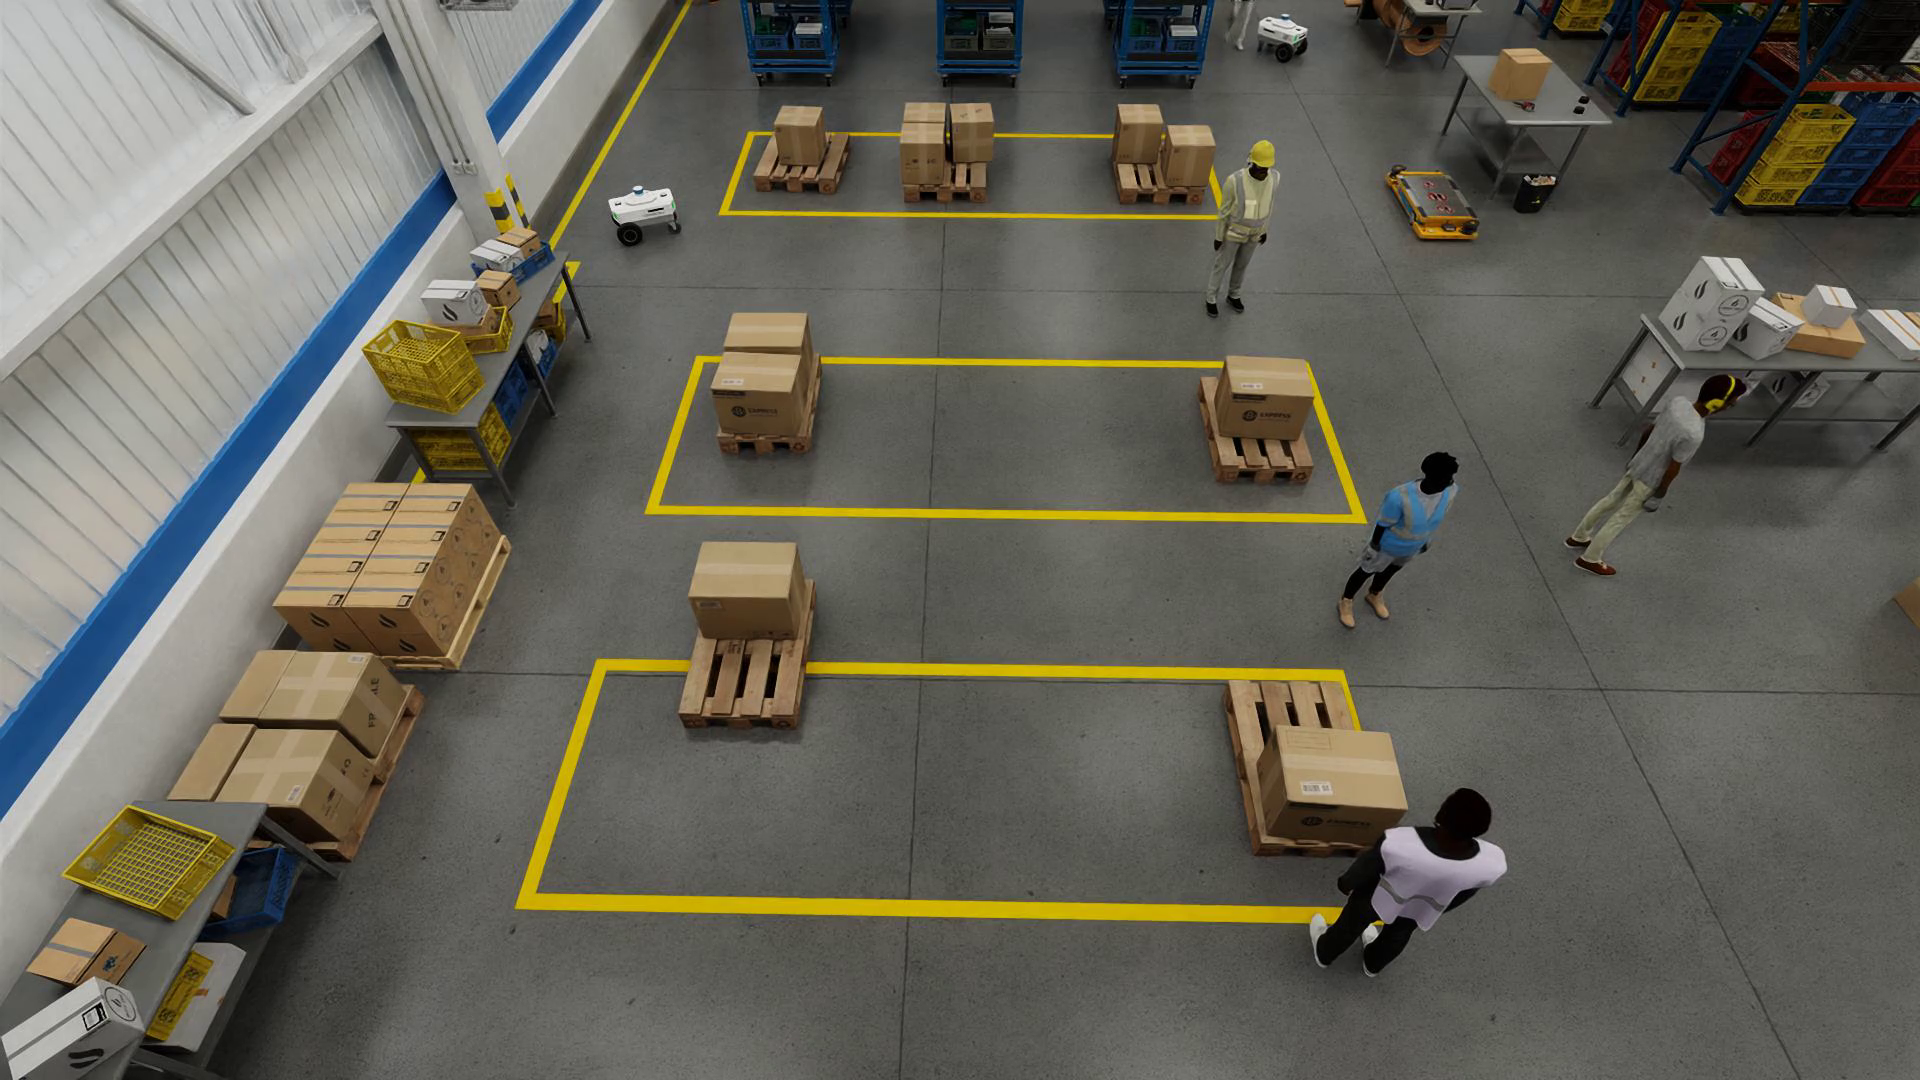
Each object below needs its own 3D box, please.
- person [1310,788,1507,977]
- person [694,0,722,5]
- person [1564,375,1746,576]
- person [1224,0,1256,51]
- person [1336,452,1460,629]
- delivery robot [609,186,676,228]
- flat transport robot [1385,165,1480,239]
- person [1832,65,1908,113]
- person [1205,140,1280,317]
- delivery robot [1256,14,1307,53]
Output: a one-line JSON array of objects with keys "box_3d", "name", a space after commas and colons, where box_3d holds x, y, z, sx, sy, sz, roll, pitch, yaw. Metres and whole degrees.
[{"box_3d": [2.322, 1.866, 4.826, 0.592, 1.910, 0.384, 8, 50, 7], "name": "person"}, {"box_3d": [-4.328, -9.847, 14.911, 0.608, 1.990, 0.385, 15, 51, 13], "name": "person"}, {"box_3d": [5.183, -0.484, 6.891, 0.328, 1.861, 0.520, 7, 49, 6], "name": "person"}, {"box_3d": [4.309, -8.276, 13.783, 0.543, 1.625, 0.366, -3, 49, -3], "name": "person"}, {"box_3d": [3.149, 0.008, 6.571, 0.538, 1.696, 0.317, -12, 50, -10], "name": "person"}, {"box_3d": [-3.662, -3.847, 10.599, 0.707, 0.478, 0.477, -17, 51, -14], "name": "delivery robot"}, {"box_3d": [5.692, -4.094, 11.059, 0.652, 0.197, 1.431, 1, 49, 1], "name": "flat transport robot"}, {"box_3d": [11.896, -6.173, 11.797, 0.573, 1.887, 0.354, 33, 57, 25], "name": "person"}, {"box_3d": [2.830, -3.091, 9.164, 0.600, 1.831, 0.404, -13, 50, -11], "name": "person"}, {"box_3d": [4.898, -7.742, 13.971, 0.707, 0.478, 0.477, 37, 58, 27], "name": "delivery robot"}]
